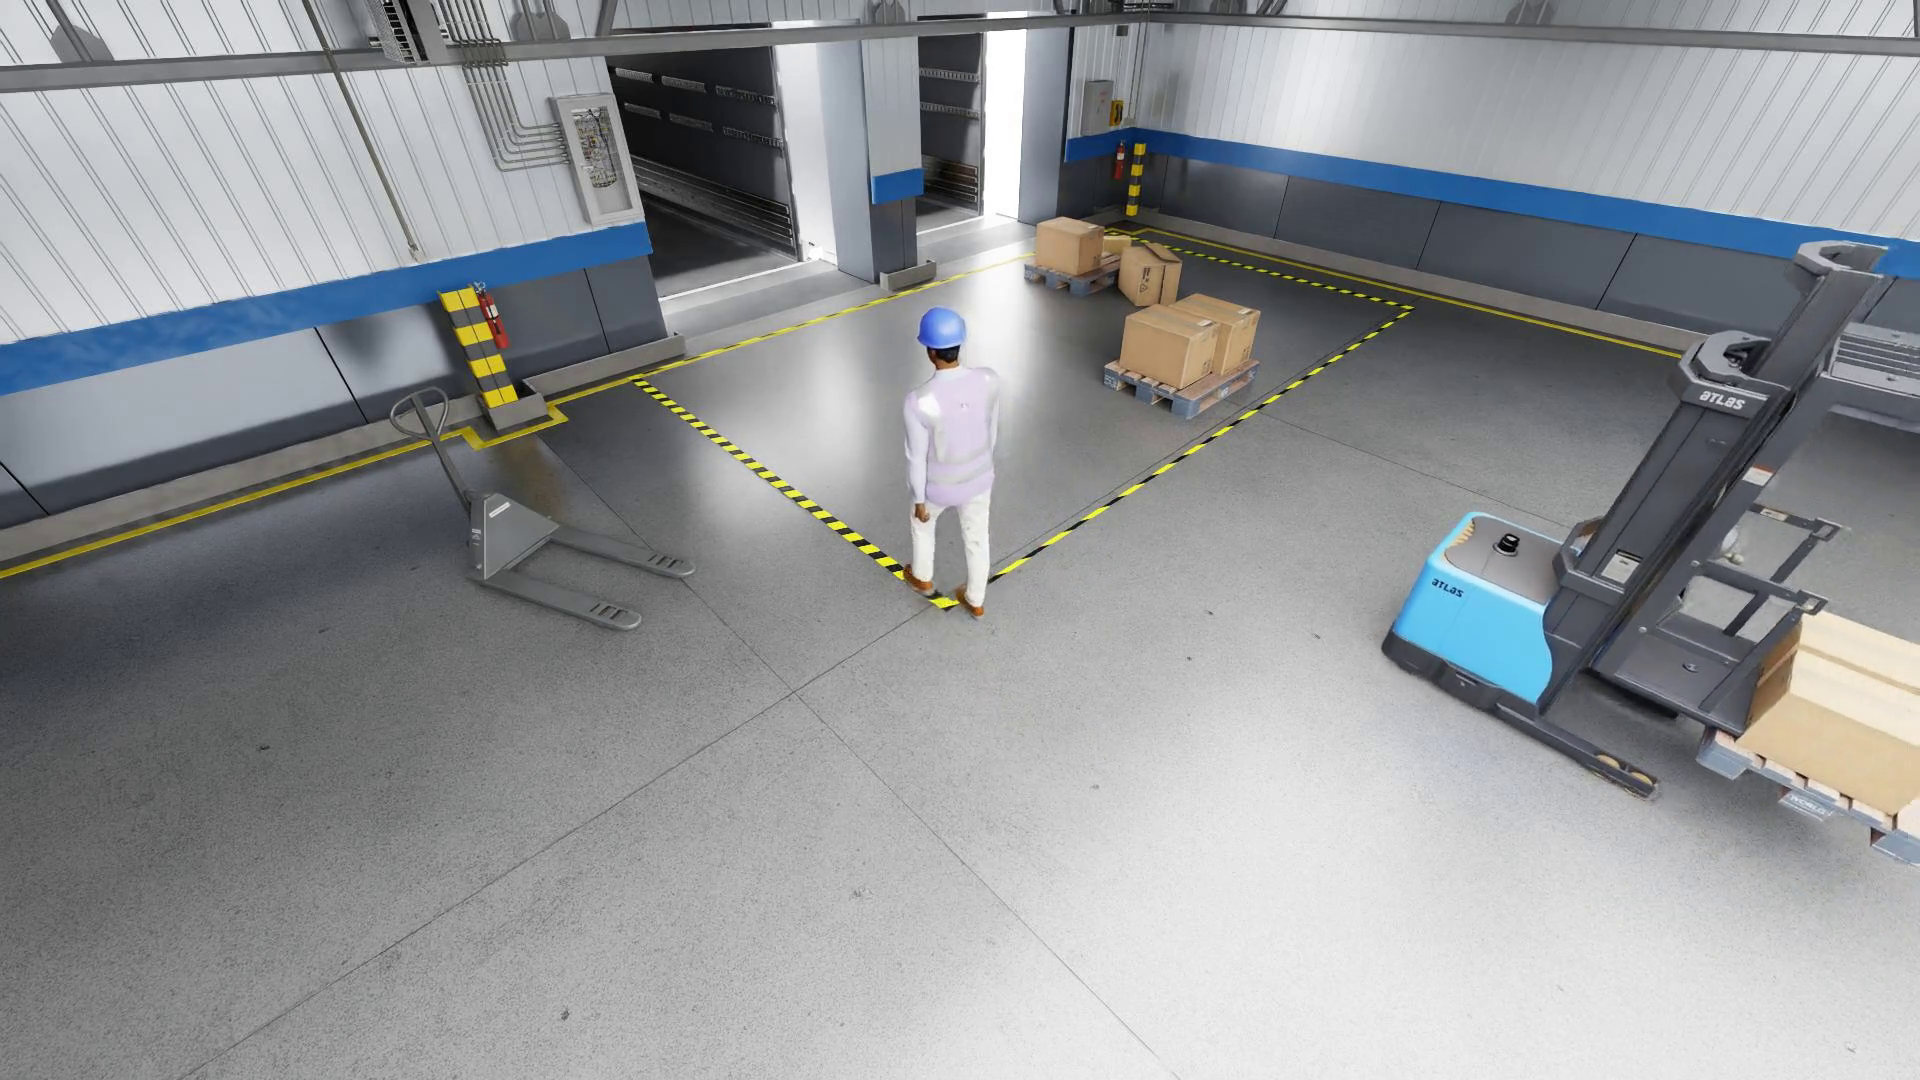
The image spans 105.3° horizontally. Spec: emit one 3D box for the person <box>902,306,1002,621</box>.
[{"bbox_3d":[-0.060,-0.394,4.225,0.631,1.926,0.639,-17,41,-21],"label":"person"}]

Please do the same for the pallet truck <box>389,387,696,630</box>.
[{"bbox_3d":[-2.613,-0.247,4.593,1.601,1.201,0.680,14,40,17],"label":"pallet truck"}]

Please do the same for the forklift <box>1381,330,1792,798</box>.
[{"bbox_3d":[3.038,-0.051,3.684,0.716,2.013,0.776,-30,47,-33],"label":"forklift"}]
